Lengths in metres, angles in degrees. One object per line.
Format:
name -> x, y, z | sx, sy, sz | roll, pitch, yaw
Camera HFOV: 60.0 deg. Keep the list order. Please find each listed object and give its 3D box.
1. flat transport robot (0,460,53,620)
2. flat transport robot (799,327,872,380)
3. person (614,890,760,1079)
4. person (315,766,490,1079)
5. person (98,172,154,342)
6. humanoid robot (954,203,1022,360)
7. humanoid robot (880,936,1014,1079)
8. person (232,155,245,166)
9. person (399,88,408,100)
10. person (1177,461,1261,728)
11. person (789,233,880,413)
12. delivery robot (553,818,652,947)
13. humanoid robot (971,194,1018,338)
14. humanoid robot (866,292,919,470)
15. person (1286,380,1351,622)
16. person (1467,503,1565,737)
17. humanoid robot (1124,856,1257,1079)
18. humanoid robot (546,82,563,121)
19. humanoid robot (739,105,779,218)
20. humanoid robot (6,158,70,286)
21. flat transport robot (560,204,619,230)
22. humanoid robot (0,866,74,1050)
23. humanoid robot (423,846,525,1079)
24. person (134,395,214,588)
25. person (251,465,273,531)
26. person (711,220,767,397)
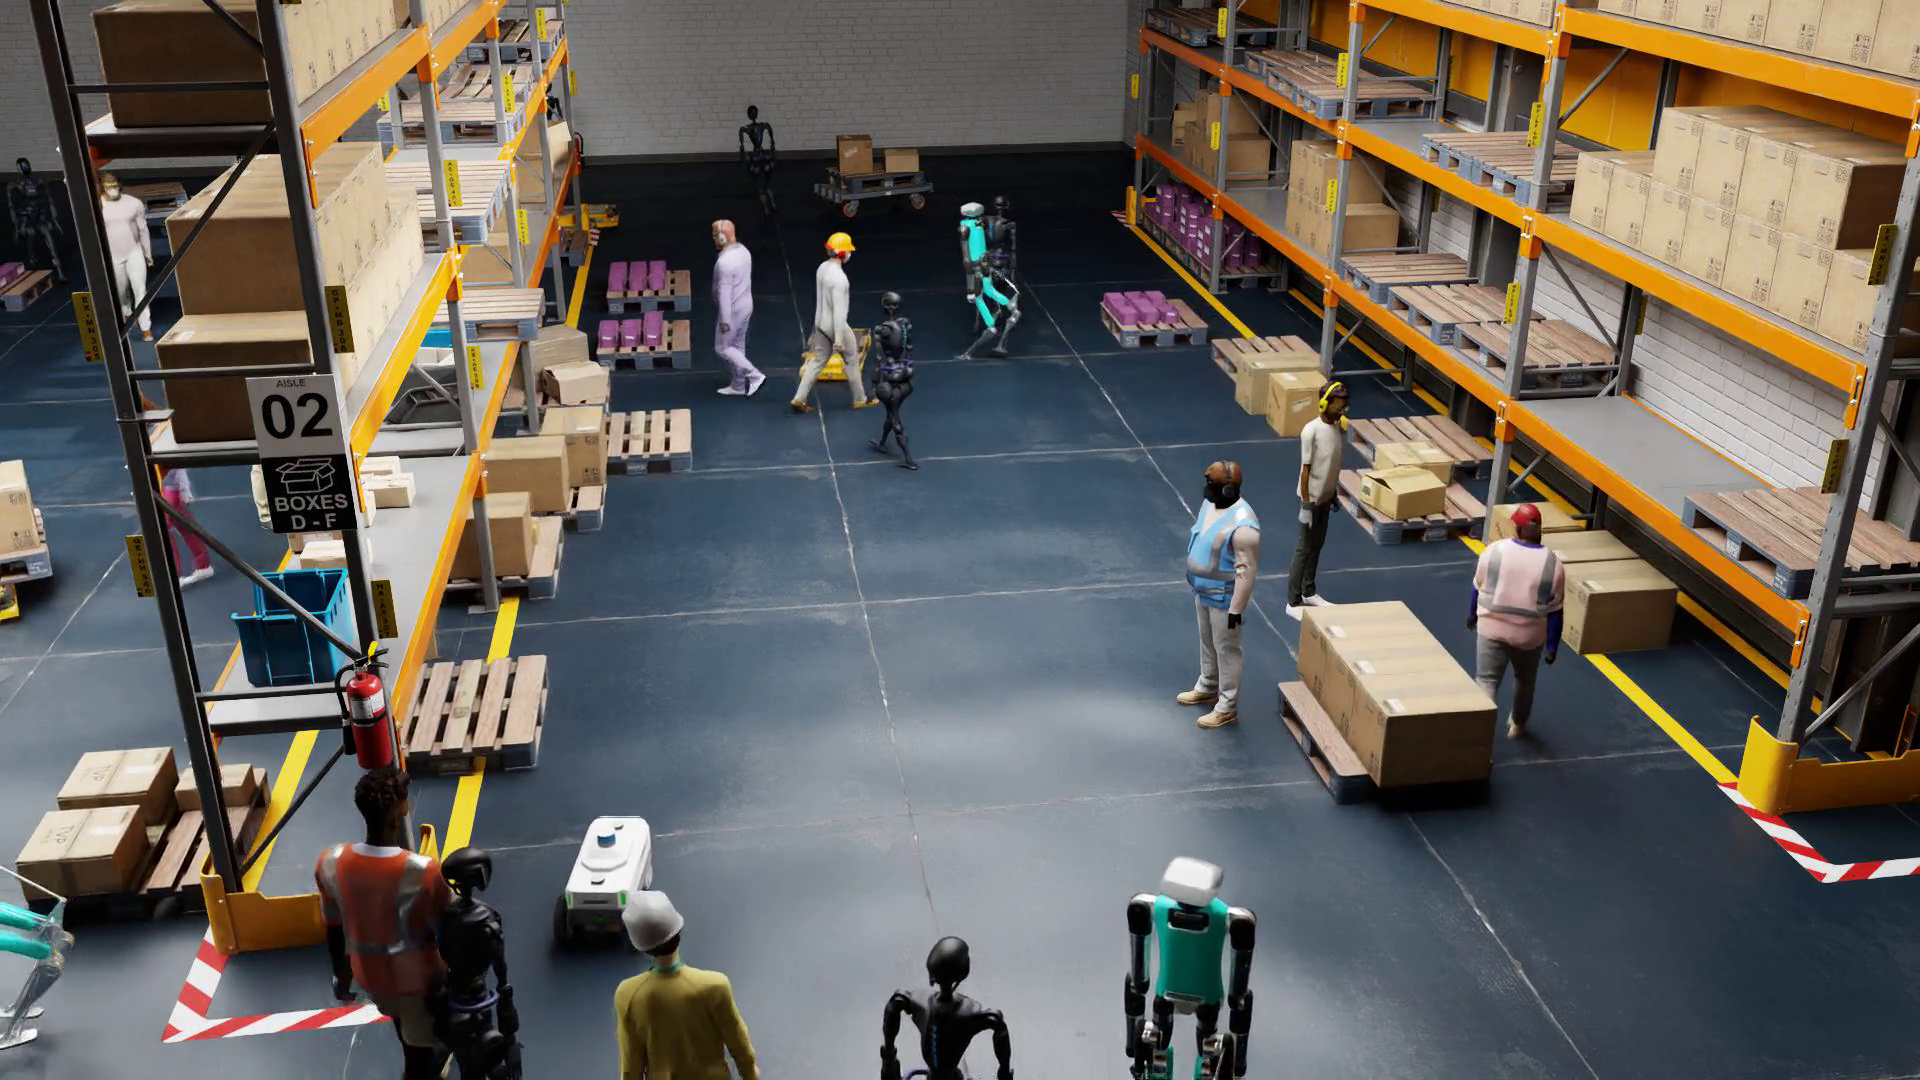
flat transport robot -> -7.738, 0.324, 12.939 | 0.659, 0.231, 1.431 | -13, 27, -27
flat transport robot -> -1.367, -2.073, 18.401 | 0.659, 0.231, 1.431 | 1, 24, 2
person -> -1.098, 2.225, 6.685 | 0.499, 1.829, 1.001 | 4, 24, 8
person -> -2.425, 1.830, 7.454 | 0.622, 1.917, 0.933 | 6, 24, 14
person -> -9.653, -3.305, 19.180 | 0.638, 1.906, 0.943 | -13, 27, -27
humanoid robot -> 0.361, -2.766, 18.189 | 0.835, 1.791, 0.547 | 10, 26, 22
humanoid robot -> -0.056, 2.295, 6.703 | 0.587, 1.645, 0.517 | 6, 24, 14
person -> -10.840, -5.974, 25.364 | 0.849, 1.813, 0.619 | 12, 26, 25
person -> -8.976, -6.411, 26.624 | 0.809, 1.596, 0.517 | -10, 26, -22
person -> 1.693, 0.347, 10.932 | 0.429, 1.841, 0.632 | -7, 25, -15
person -> -1.303, -2.151, 16.635 | 0.913, 1.858, 0.577 | -15, 28, -30
delivery robot -> -1.917, 1.867, 9.093 | 0.499, 0.614, 0.803 | 0, 24, 0
humanoid robot -> 0.380, -3.138, 19.067 | 0.602, 1.643, 0.383 | 18, 29, 35
humanoid robot -> -0.673, -1.489, 15.354 | 0.718, 1.633, 0.611 | 16, 28, 32
person -> 2.678, -0.294, 12.366 | 0.328, 1.865, 0.514 | 18, 29, 35
person -> 3.503, 0.587, 10.554 | 0.591, 1.713, 0.842 | 8, 25, 19
humanoid robot -> 0.884, 2.220, 6.819 | 0.554, 1.776, 0.869 | 7, 25, 16
humanoid robot -> -6.784, -6.684, 27.190 | 0.589, 1.633, 0.695 | 9, 25, 20
humanoid robot -> -2.979, -5.624, 24.754 | 0.595, 1.648, 0.366 | -11, 26, -24
humanoid robot -> -11.771, -4.037, 21.172 | 0.781, 1.622, 0.590 | 21, 31, 39
flat transport robot -> -5.760, -4.744, 24.486 | 1.431, 0.231, 0.659 | -4, 24, -8
humanoid robot -> -4.592, 1.665, 7.898 | 0.738, 1.673, 0.531 | -5, 24, -11
humanoid robot -> -2.139, 2.068, 7.265 | 0.595, 1.616, 0.734 | 20, 31, 38
person -> -6.193, -0.369, 12.841 | 0.520, 1.600, 0.626 | 20, 31, 38
person -> -5.824, -0.943, 13.989 | 0.335, 1.742, 0.560 | 4, 24, 9
person -> -2.288, -2.335, 16.988 | 0.519, 1.886, 0.673 | 6, 24, 13
